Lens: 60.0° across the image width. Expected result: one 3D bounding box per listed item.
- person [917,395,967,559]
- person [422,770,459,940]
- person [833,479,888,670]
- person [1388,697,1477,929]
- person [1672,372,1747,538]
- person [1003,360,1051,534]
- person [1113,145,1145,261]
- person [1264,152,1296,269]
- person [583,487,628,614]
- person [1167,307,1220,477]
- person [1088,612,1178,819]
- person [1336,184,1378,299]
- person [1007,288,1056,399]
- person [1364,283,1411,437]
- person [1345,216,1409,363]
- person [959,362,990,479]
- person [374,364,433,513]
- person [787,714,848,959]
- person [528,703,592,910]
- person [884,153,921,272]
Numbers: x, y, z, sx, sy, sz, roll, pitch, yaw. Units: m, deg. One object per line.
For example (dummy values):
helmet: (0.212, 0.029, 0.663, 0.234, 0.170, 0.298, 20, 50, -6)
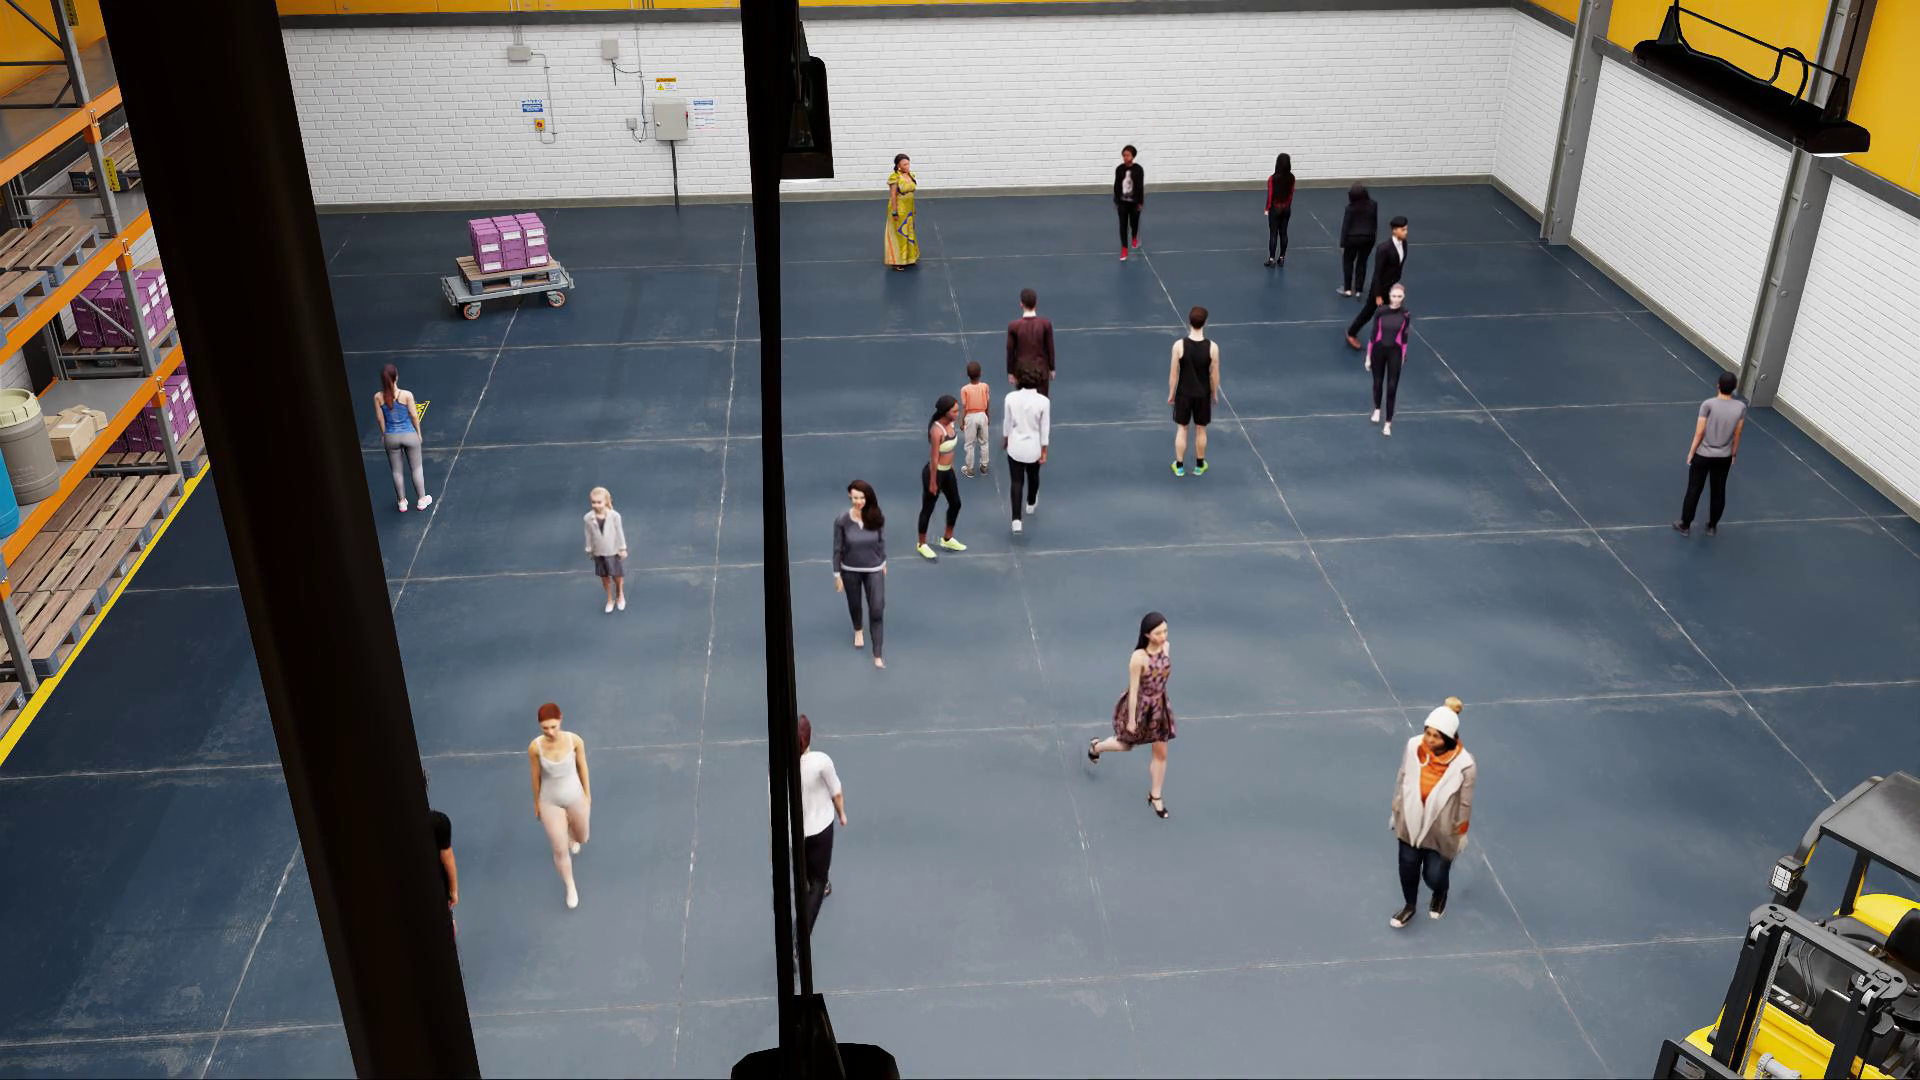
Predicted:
person: (-0.251, -0.640, 16.269, 0.819, 1.736, 0.767, 17, 33, 28)
person: (-3.525, 2.333, 10.851, 0.687, 1.705, 1.157, -5, 29, -8)
person: (-0.879, 0.238, 14.675, 0.689, 1.722, 1.086, -5, 29, -8)
person: (3.303, 1.878, 11.506, 0.888, 1.877, 0.947, 21, 35, 34)
person: (7.537, -0.862, 16.657, 0.647, 1.754, 0.564, 1, 29, 2)
person: (0.639, -0.913, 16.727, 0.748, 1.777, 1.167, 2, 29, 3)
person: (2.476, -4.948, 24.239, 0.770, 1.667, 0.922, 7, 29, 13)
person: (4.595, -4.733, 23.851, 0.644, 1.660, 0.610, -11, 31, -20)
person: (-3.272, 0.067, 15.463, 0.543, 1.266, 0.569, 0, 29, 0)
person: (2.503, -1.580, 17.831, 0.731, 1.892, 0.644, 3, 29, 6)
person: (1.351, 1.289, 12.717, 1.028, 1.751, 1.154, -24, 37, -37)
person: (5.462, -4.099, 22.767, 0.687, 1.586, 0.648, 1, 29, 2)
person: (0.785, -1.831, 18.337, 0.778, 1.848, 0.945, 2, 29, 4)
person: (4.880, -2.132, 19.026, 0.801, 1.716, 1.018, 9, 30, 16)
person: (5.240, -3.171, 20.808, 1.088, 1.833, 1.307, -18, 33, -29)
person: (0.170, -1.301, 17.926, 0.523, 1.310, 0.521, -7, 29, -13)
person: (-5.770, -1.058, 17.166, 0.565, 1.611, 0.548, -4, 29, -7)
person: (-1.048, 2.039, 11.336, 0.877, 1.757, 1.203, 8, 30, 14)
person: (-2.844, 1.817, 11.885, 0.697, 1.621, 0.938, -9, 30, -16)
person: (-0.832, -4.726, 23.839, 1.062, 1.661, 0.981, 18, 34, 30)
